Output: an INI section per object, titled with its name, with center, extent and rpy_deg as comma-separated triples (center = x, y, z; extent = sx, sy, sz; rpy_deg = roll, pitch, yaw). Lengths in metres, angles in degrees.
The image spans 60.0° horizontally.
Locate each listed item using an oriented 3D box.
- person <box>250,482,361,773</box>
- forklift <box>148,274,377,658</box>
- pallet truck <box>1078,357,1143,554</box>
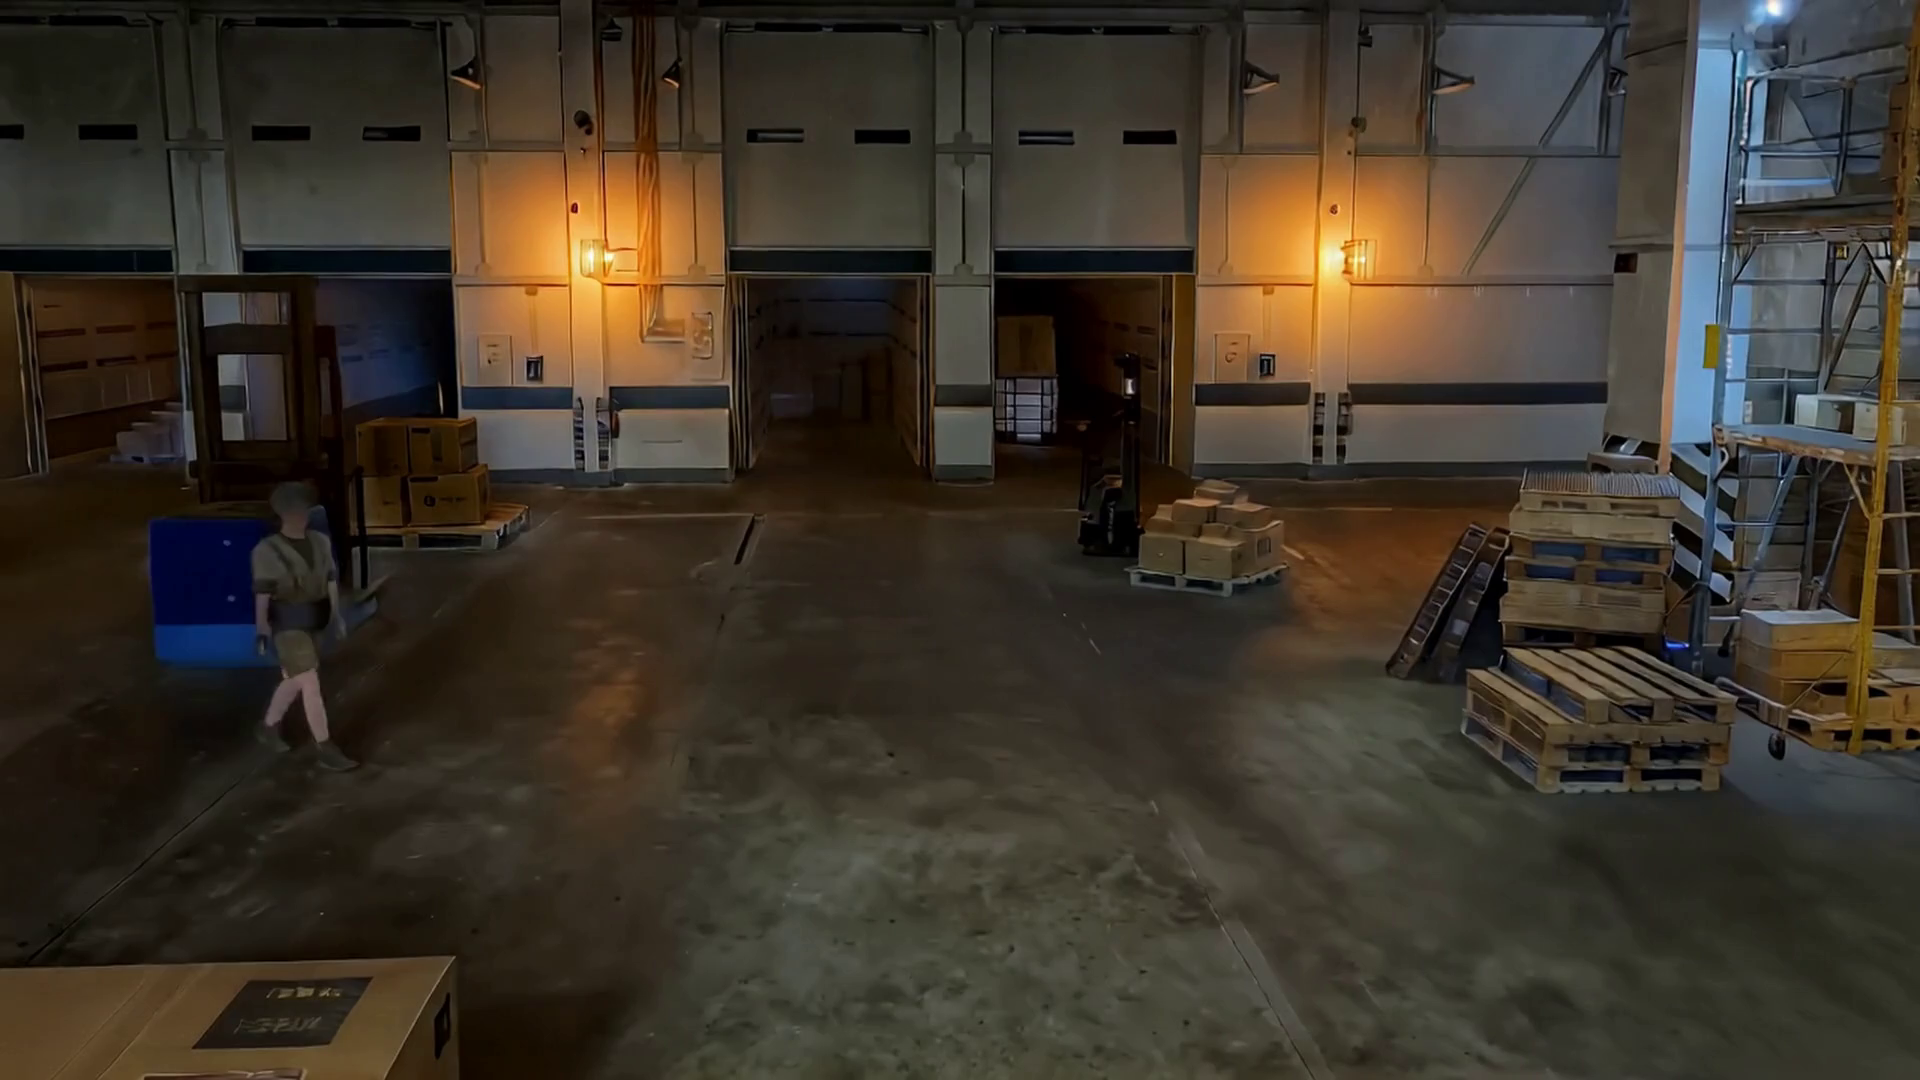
[person]
center = -3.827, 0.480, 9.574
extent = 0.857, 1.657, 0.541
rpy_deg = 4, 10, 23
[forklift]
center = -5.348, -0.627, 12.681
extent = 1.129, 2.768, 1.873
rpy_deg = -1, 9, -4
[pallet truck]
center = 2.088, -0.836, 16.757
extent = 1.885, 1.965, 0.823
rpy_deg = 2, 9, 13
